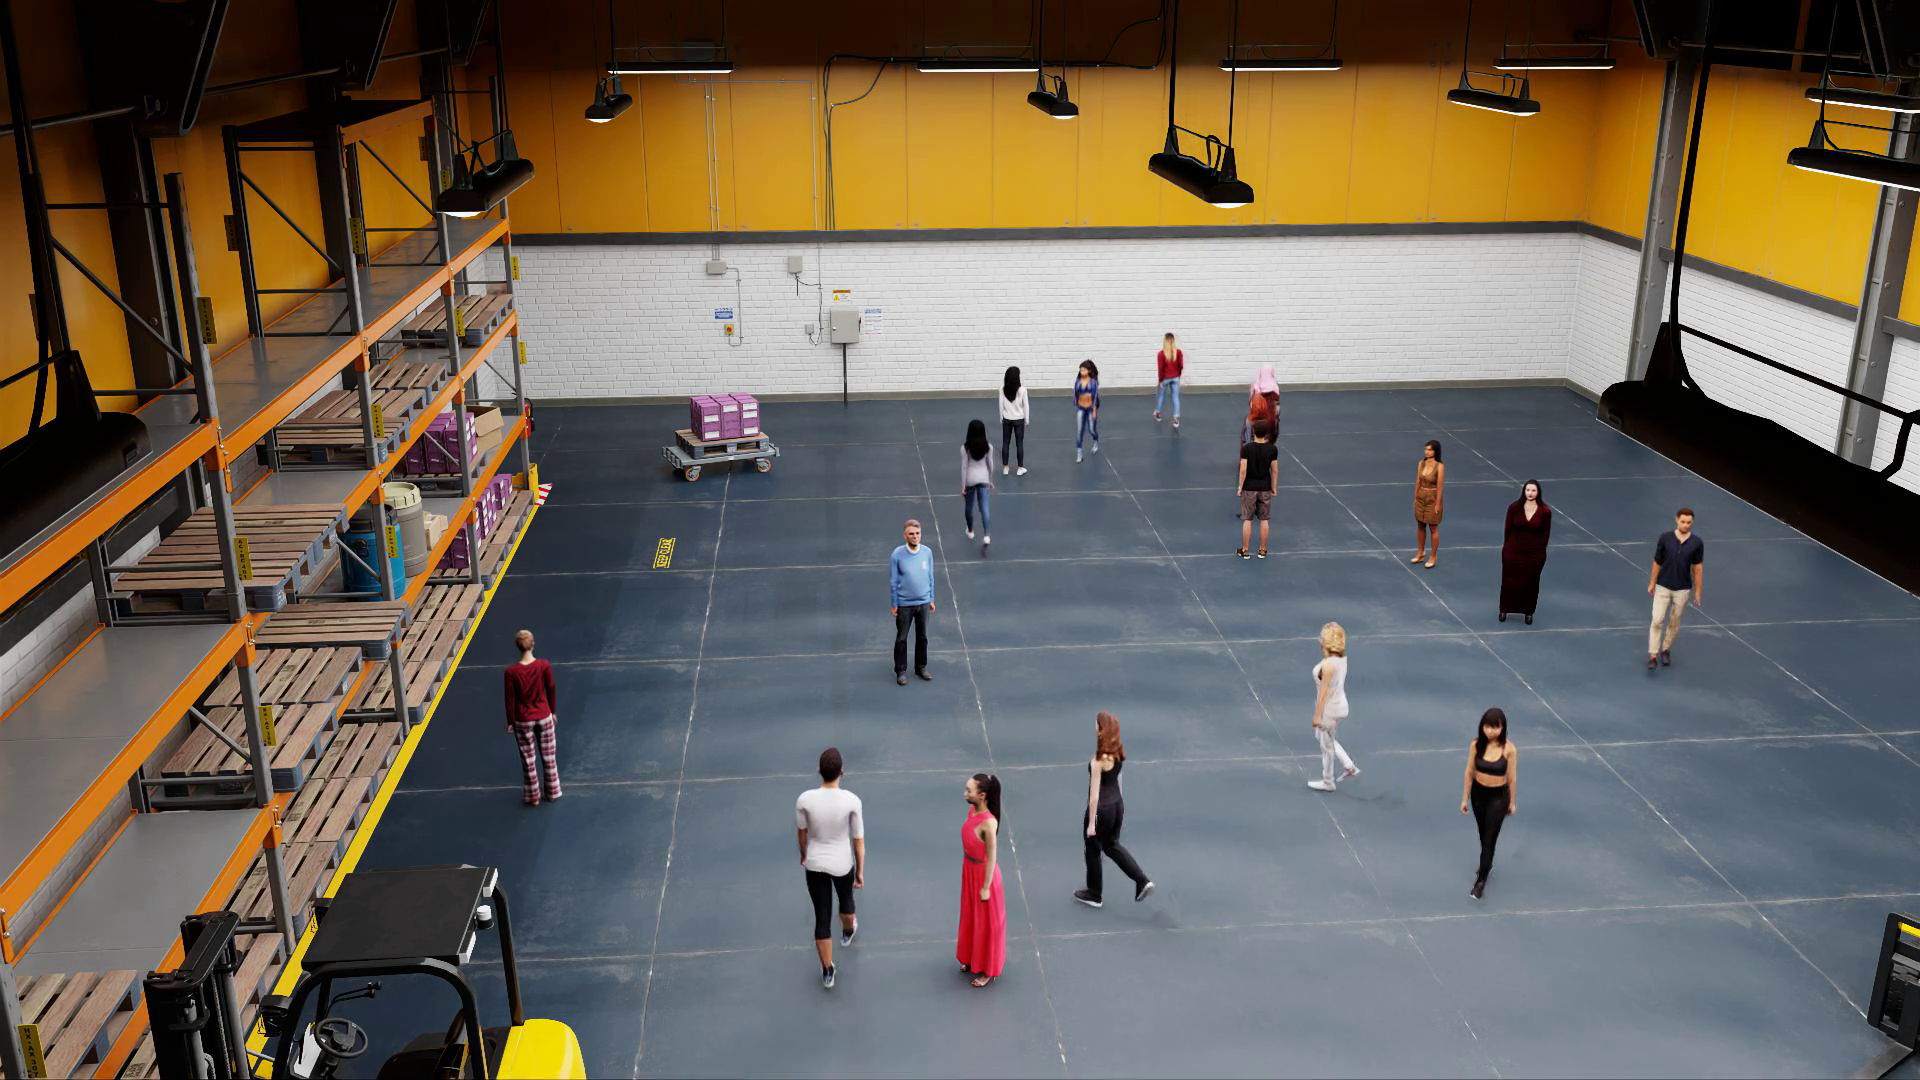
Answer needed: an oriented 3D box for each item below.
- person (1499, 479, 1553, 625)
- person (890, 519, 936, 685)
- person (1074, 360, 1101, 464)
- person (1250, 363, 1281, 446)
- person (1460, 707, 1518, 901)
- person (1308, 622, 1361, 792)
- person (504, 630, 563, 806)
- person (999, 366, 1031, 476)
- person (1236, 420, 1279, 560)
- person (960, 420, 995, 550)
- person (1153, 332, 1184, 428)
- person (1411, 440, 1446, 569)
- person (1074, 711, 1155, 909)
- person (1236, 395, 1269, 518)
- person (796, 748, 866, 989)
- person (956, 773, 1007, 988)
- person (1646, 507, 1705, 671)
[{"bbox_3d":[6.626,0.126,19.510,0.756,1.757,0.756,7,20,20],"label":"person"},{"bbox_3d":[-0.515,0.635,17.901,0.716,1.820,0.671,-7,20,-20],"label":"person"},{"bbox_3d":[2.027,-2.035,26.189,0.876,1.590,1.106,6,20,18],"label":"person"},{"bbox_3d":[4.694,-1.914,25.776,0.810,1.625,0.866,11,22,30],"label":"person"},{"bbox_3d":[4.432,2.114,13.833,0.909,1.613,1.021,12,22,31],"label":"person"},{"bbox_3d":[3.511,1.572,15.375,0.823,1.656,0.776,8,20,23],"label":"person"},{"bbox_3d":[-3.901,1.608,15.188,0.679,1.708,0.642,-10,21,-27],"label":"person"},{"bbox_3d":[0.813,-1.840,25.439,0.692,1.700,0.675,5,19,15],"label":"person"},{"bbox_3d":[3.872,-0.669,21.709,0.674,1.862,0.569,-1,19,-3],"label":"person"},{"bbox_3d":[0.254,-0.712,22.089,0.722,1.700,1.178,-4,19,-11],"label":"person"},{"bbox_3d":[3.571,-2.675,28.079,0.606,1.597,1.030,-2,19,-6],"label":"person"},{"bbox_3d":[6.044,-0.477,21.411,0.698,1.687,0.601,-13,23,-34],"label":"person"},{"bbox_3d":[1.244,2.209,13.366,0.975,1.732,0.945,12,22,33],"label":"person"},{"bbox_3d":[4.127,-1.176,23.341,0.650,1.780,0.679,-16,24,-39],"label":"person"},{"bbox_3d":[-0.982,2.482,12.416,0.701,1.820,1.065,-1,19,-2],"label":"person"},{"bbox_3d":[0.159,2.525,12.434,0.737,1.727,0.600,-7,20,-19],"label":"person"},{"bbox_3d":[7.838,0.504,18.269,0.920,1.833,1.072,7,20,20],"label":"person"}]
